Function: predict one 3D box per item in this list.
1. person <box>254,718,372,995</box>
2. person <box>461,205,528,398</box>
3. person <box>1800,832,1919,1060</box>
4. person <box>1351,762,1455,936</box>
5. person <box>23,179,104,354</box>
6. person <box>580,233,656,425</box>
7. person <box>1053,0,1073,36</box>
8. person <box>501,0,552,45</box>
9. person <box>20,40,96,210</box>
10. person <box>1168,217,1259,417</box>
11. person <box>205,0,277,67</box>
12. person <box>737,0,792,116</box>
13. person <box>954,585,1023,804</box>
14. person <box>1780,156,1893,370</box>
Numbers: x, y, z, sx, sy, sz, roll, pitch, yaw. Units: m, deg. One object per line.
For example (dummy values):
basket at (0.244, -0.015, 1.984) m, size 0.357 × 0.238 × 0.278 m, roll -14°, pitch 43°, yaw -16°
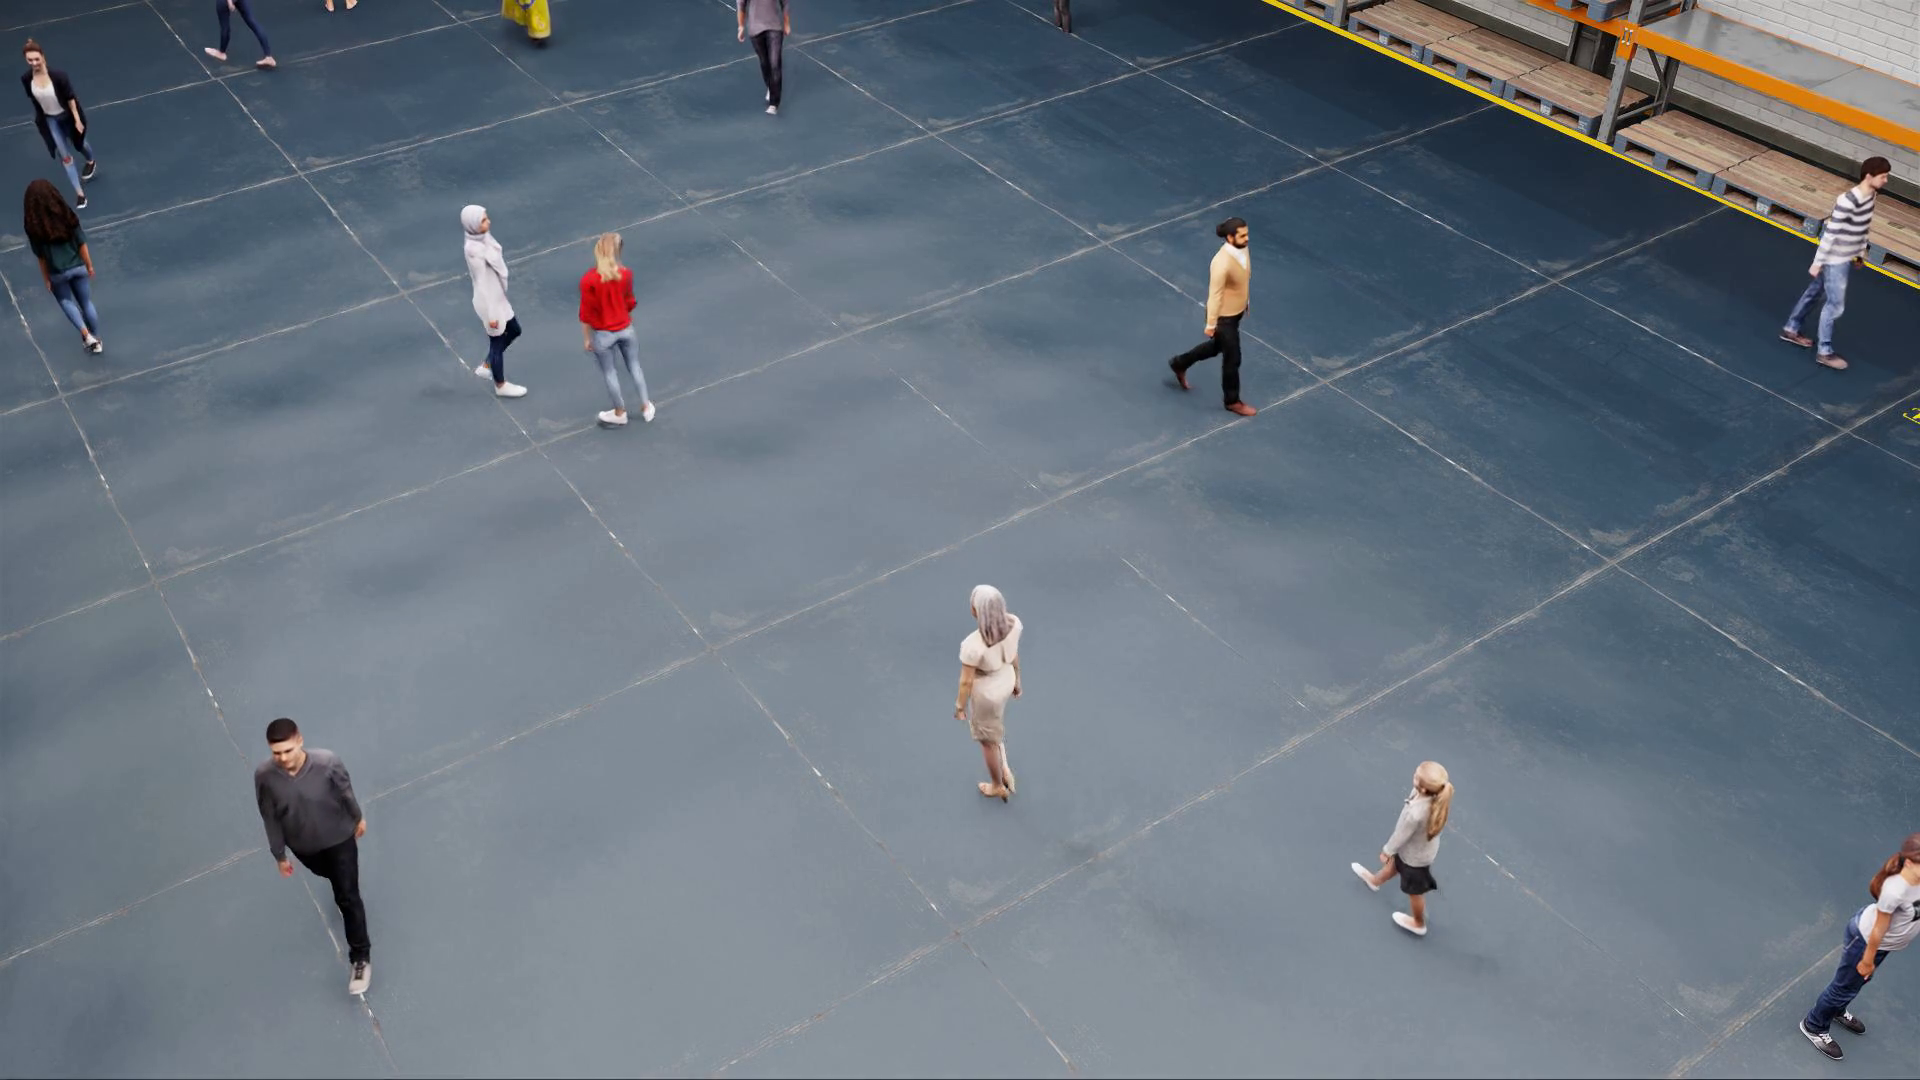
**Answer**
person at (-3.549, 1.594, 9.229) m, size 0.926 × 1.711 × 1.230 m, roll -8°, pitch 39°, yaw -10°
person at (-3.917, -1.933, 13.603) m, size 0.838 × 1.766 × 0.763 m, roll -2°, pitch 39°, yaw -3°
person at (4.813, 2.088, 8.731) m, size 0.546 × 1.563 × 0.526 m, roll -28°, pitch 46°, yaw -30°
person at (2.626, 1.764, 9.383) m, size 0.842 × 1.255 × 0.633 m, roll 30°, pitch 47°, yaw 32°
person at (-7.588, -2.275, 14.162) m, size 0.590 × 1.602 × 0.611 m, roll -26°, pitch 45°, yaw -28°
person at (-2.804, -1.646, 13.314) m, size 0.627 × 1.677 × 0.676 m, roll 22°, pitch 44°, yaw 25°
person at (1.243, -6.805, 20.030) m, size 0.766 × 1.709 × 0.610 m, roll -12°, pitch 40°, yaw -15°
person at (-5.168, -6.687, 19.681) m, size 1.012 × 1.608 × 1.310 m, roll -11°, pitch 40°, yaw -13°
person at (-8.941, -4.201, 16.560) m, size 0.909 × 1.619 × 1.273 m, roll -7°, pitch 39°, yaw -9°
person at (2.097, -1.860, 13.537) m, size 1.193 × 1.734 × 0.982 m, roll 17°, pitch 42°, yaw 21°
person at (-8.240, -6.215, 19.026) m, size 1.169 × 1.688 × 1.034 m, roll 10°, pitch 40°, yaw 13°
person at (-2.111, -5.638, 18.205) m, size 1.136 × 1.811 × 1.212 m, roll 5°, pitch 39°, yaw 7°
person at (0.253, 0.991, 9.974) m, size 0.650 × 1.725 × 0.679 m, roll -31°, pitch 48°, yaw -33°
person at (7.397, -2.437, 14.183) m, size 0.738 × 1.829 × 0.934 m, roll -29°, pitch 47°, yaw -31°
